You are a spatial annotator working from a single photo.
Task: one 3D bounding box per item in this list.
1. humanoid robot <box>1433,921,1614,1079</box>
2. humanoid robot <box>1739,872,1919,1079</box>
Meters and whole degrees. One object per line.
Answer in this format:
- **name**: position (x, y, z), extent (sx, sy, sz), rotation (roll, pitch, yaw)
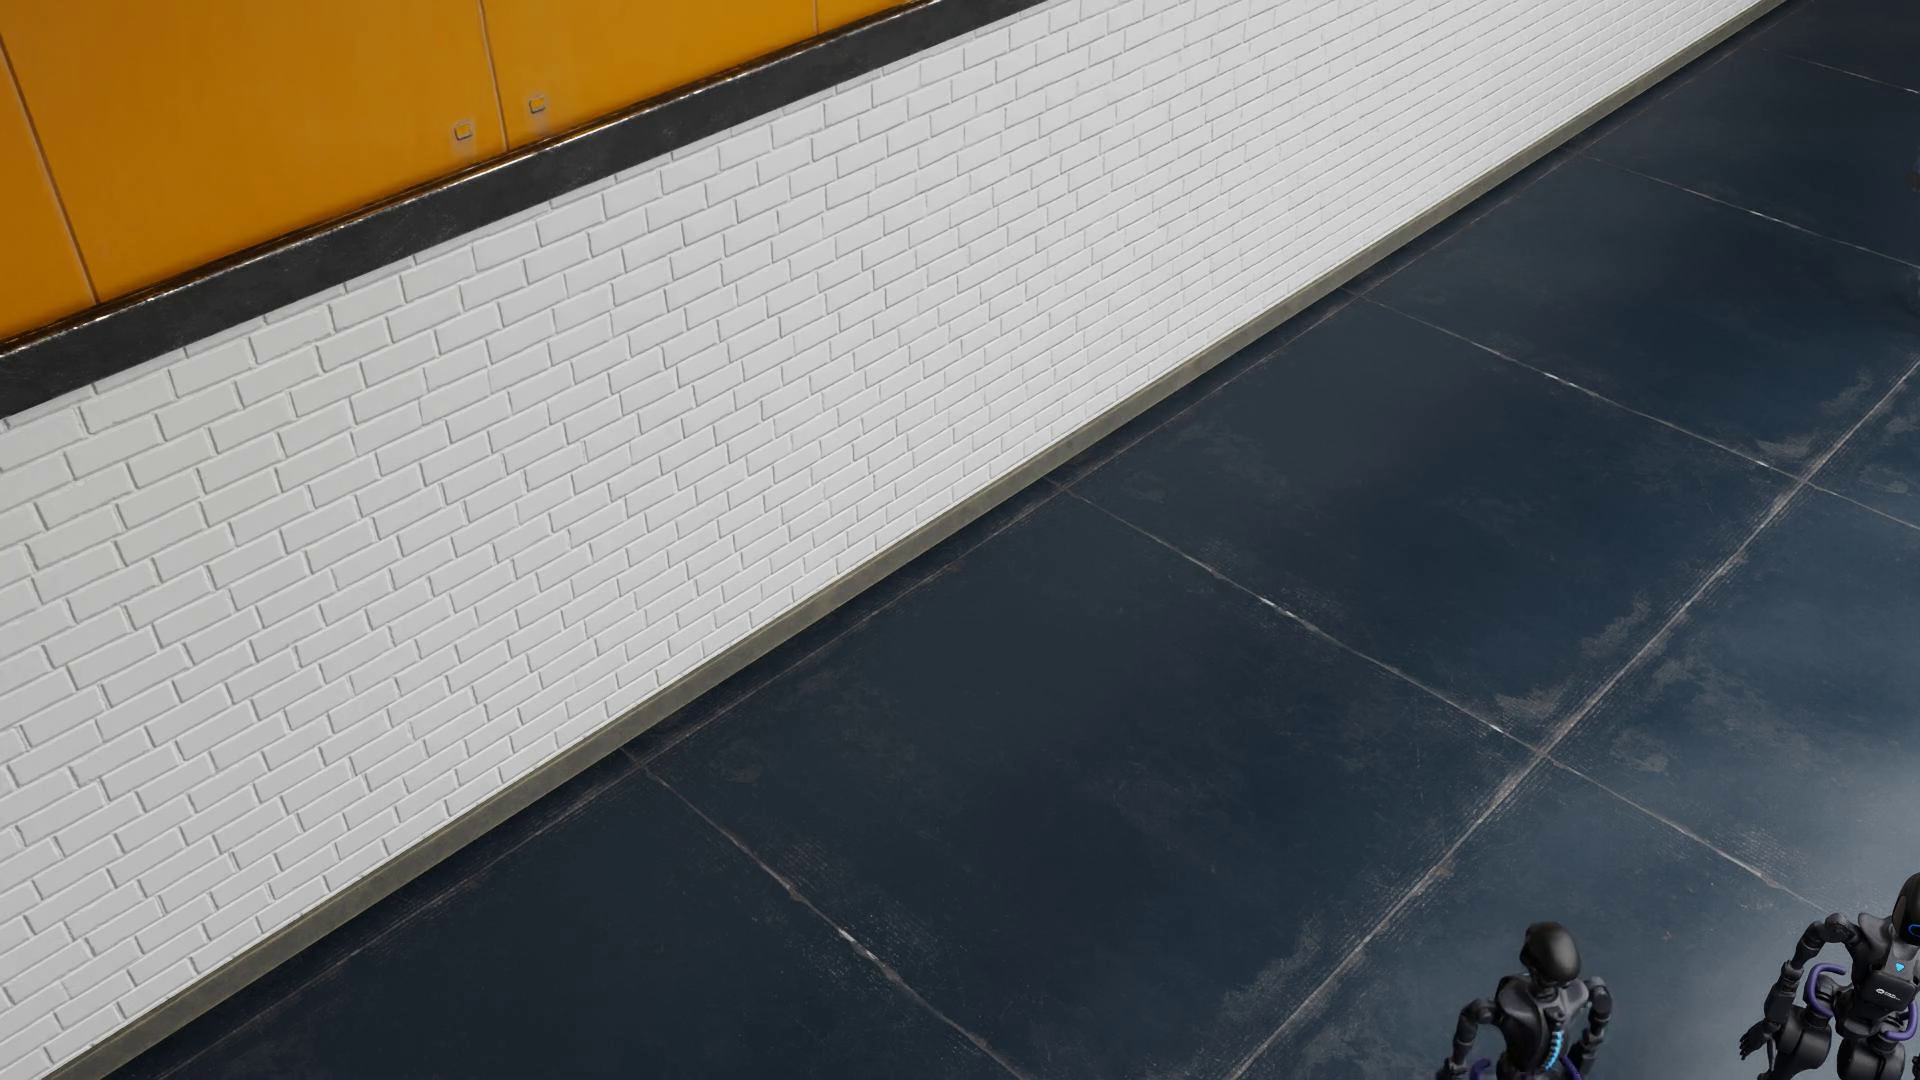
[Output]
- **humanoid robot**: position (1.832, 1.825, 5.543), extent (0.583, 1.623, 0.774), rotation (-7, 39, -9)
- **humanoid robot**: position (3.020, 1.701, 5.654), extent (0.599, 1.657, 0.315), rotation (17, 42, 20)
